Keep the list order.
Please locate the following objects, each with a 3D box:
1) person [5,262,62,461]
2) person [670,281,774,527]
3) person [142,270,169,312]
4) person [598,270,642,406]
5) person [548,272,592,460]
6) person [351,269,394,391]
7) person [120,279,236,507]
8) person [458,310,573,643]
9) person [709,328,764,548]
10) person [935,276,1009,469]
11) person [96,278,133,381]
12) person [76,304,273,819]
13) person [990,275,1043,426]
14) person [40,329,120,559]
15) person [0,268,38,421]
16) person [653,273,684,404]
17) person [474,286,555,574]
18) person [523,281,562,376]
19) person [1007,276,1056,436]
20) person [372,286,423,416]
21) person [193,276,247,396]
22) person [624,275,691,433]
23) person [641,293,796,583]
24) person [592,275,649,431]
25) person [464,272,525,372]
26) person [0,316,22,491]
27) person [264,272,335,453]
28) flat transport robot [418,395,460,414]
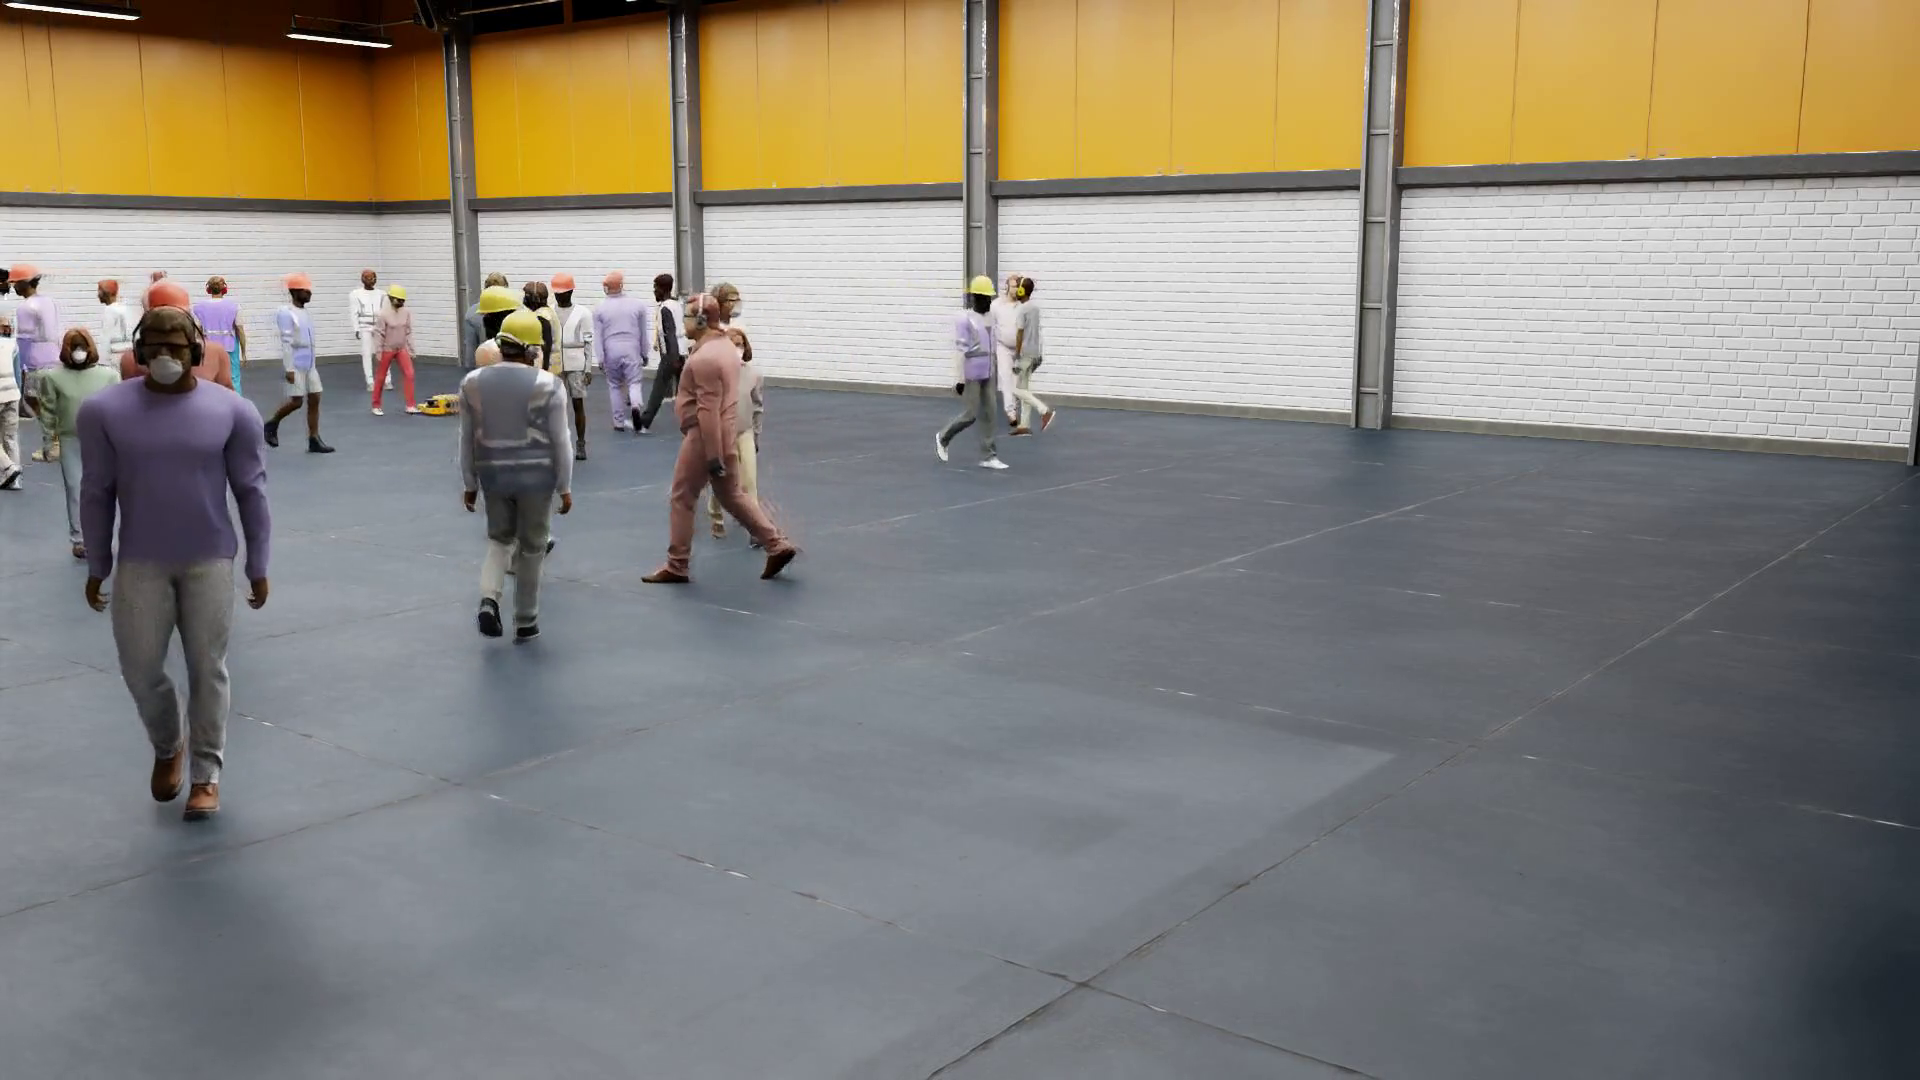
[{"bbox_3d":[-9.434,-1.805,16.936,0.520,2.024,0.626,-1,10,-4],"label":"person"},{"bbox_3d":[-1.891,-1.054,12.944,0.919,1.911,0.642,4,10,21],"label":"person"},{"bbox_3d":[-11.796,-3.045,24.568,0.658,1.887,0.682,6,11,29],"label":"person"},{"bbox_3d":[-4.452,-2.587,21.885,0.568,1.906,0.694,0,10,-1],"label":"person"},{"bbox_3d":[-4.037,-1.771,17.043,0.542,1.928,0.374,0,10,-1],"label":"person"},{"bbox_3d":[-9.125,-3.249,25.806,0.598,1.880,0.422,-7,12,-35],"label":"person"},{"bbox_3d":[-4.530,-0.531,9.689,0.614,1.973,0.835,-9,13,-41],"label":"person"},{"bbox_3d":[-2.380,-0.323,8.948,0.605,1.812,0.450,1,10,3],"label":"person"},{"bbox_3d":[-1.662,-0.748,12.098,0.508,1.583,0.896,-4,10,-20],"label":"person"},{"bbox_3d":[0.128,-1.653,16.436,0.733,1.907,0.592,8,12,37],"label":"person"},{"bbox_3d":[-9.511,-2.057,18.950,0.930,1.853,0.583,-3,10,-18],"label":"person"},{"bbox_3d":[-2.903,0.093,6.193,0.661,1.925,0.426,-4,10,-21],"label":"person"},{"bbox_3d":[0.688,-2.365,20.724,0.666,1.852,1.020,-1,10,-8],"label":"person"},{"bbox_3d":[-6.092,-0.668,11.594,0.534,1.588,0.850,-6,11,-30],"label":"person"},{"bbox_3d":[-11.997,-2.443,20.923,0.646,1.936,0.725,5,11,27],"label":"person"},{"bbox_3d":[-4.128,-2.848,23.554,0.344,1.847,0.504,7,12,36],"label":"person"},{"bbox_3d":[-2.888,-0.691,10.815,0.530,1.909,0.590,5,11,28],"label":"person"},{"bbox_3d":[-4.189,-1.651,16.595,0.430,1.845,0.621,-2,10,-9],"label":"person"},{"bbox_3d":[0.811,-2.112,19.228,0.560,1.857,0.529,4,11,24],"label":"person"},{"bbox_3d":[-7.364,-2.463,21.731,0.884,1.688,0.539,7,12,34],"label":"person"},{"bbox_3d":[-8.926,-2.258,20.106,0.564,1.850,0.390,-2,10,-11],"label":"person"},{"bbox_3d":[-3.465,-2.177,19.581,0.994,1.862,0.644,0,10,2],"label":"person"},{"bbox_3d":[-1.547,-0.641,10.644,0.920,1.870,0.640,2,10,9],"label":"person"},{"bbox_3d":[-3.989,-2.191,19.650,0.665,1.878,0.753,-3,10,-17],"label":"person"},{"bbox_3d":[-4.485,-1.635,16.221,0.627,1.940,0.376,1,10,3],"label":"person"},{"bbox_3d":[-8.564,-1.236,14.780,0.362,1.628,0.541,3,10,18],"label":"person"},{"bbox_3d":[-7.058,-1.870,17.637,0.695,1.923,0.552,3,10,15],"label":"person"},{"bbox_3d":[-6.453,-1.838,22.251,1.431,0.197,0.652,-5,11,-27],"label":"flat transport robot"}]
